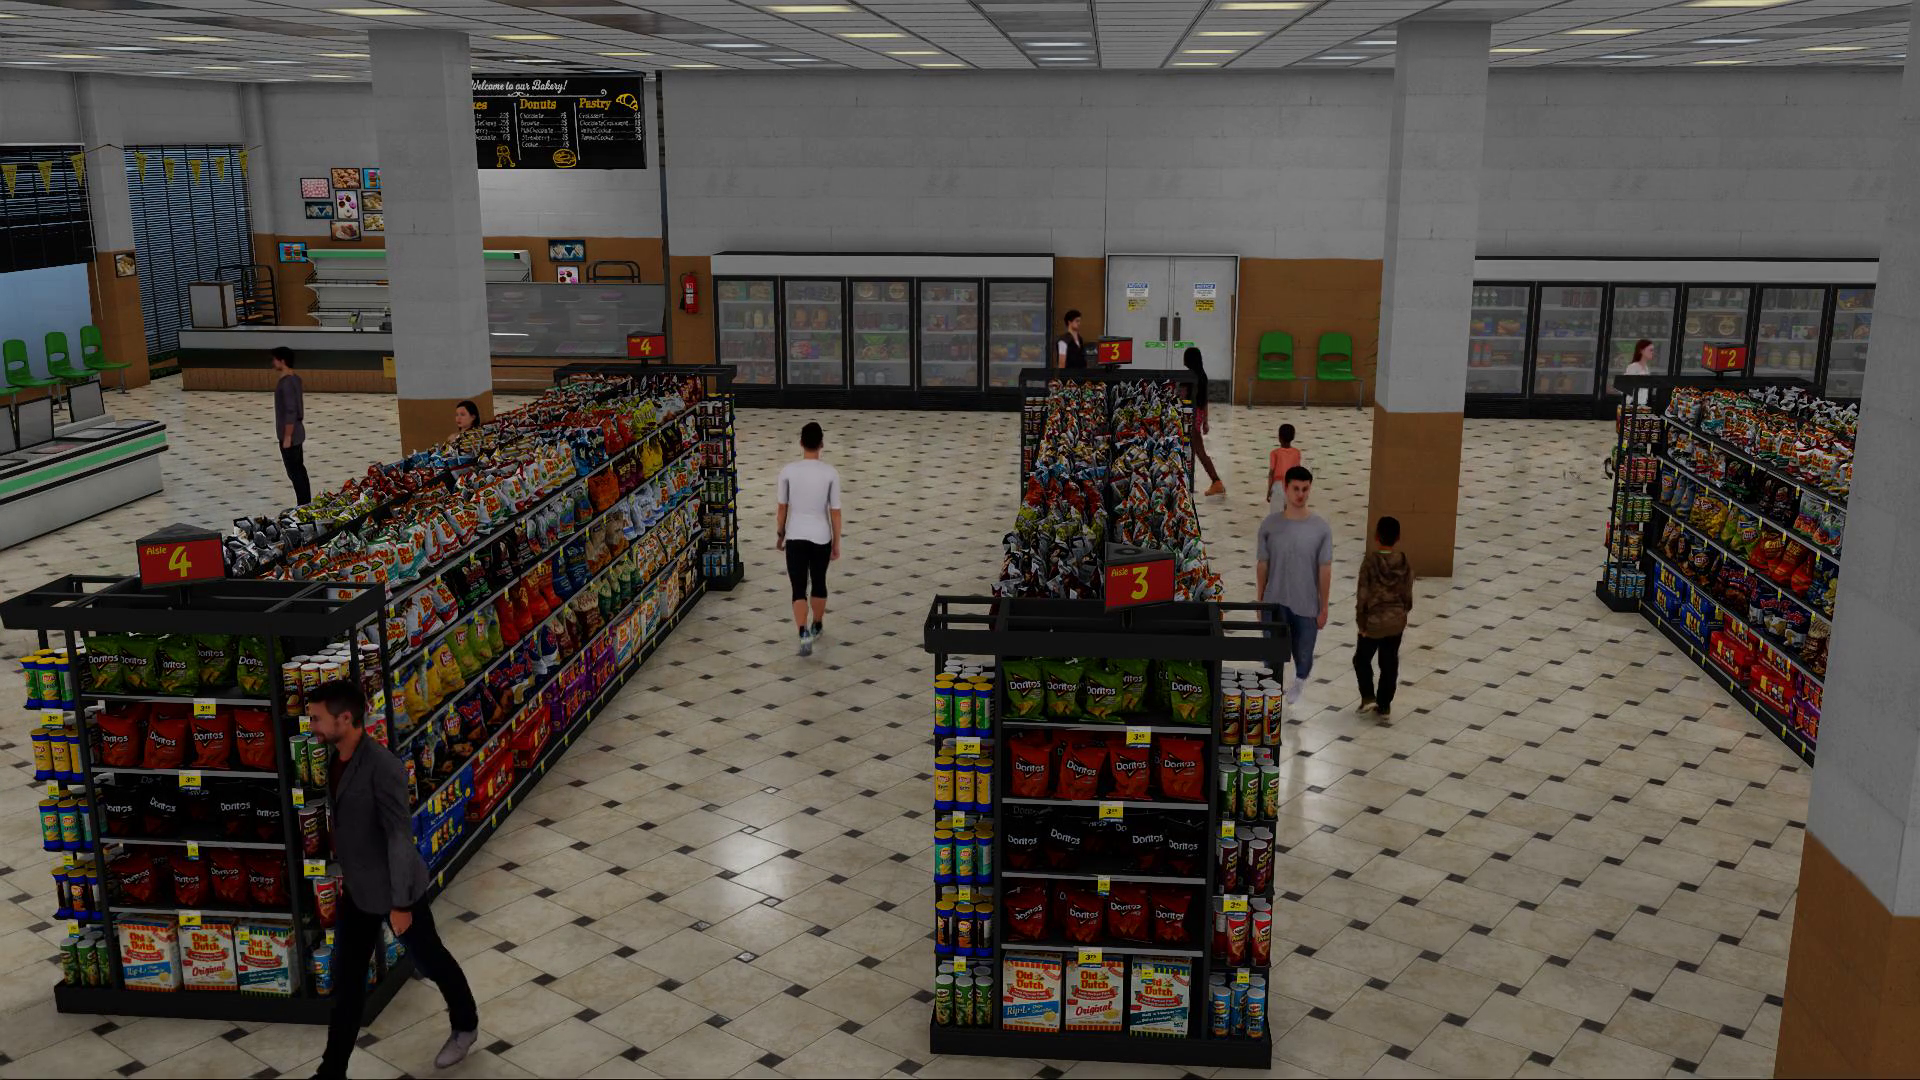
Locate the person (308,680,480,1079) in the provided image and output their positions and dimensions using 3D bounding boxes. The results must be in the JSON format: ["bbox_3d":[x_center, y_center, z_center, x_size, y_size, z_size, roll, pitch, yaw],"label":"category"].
[{"bbox_3d":[-2.406,1.477,7.124,1.194,1.806,1.341,9,16,33],"label":"person"}]

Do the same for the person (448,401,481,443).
[{"bbox_3d":[-4.335,-0.355,14.745,0.705,1.774,0.715,4,14,14],"label":"person"}]

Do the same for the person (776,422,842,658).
[{"bbox_3d":[-1.203,0.014,13.113,0.824,1.825,1.218,-1,14,-6],"label":"person"}]

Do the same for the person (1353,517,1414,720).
[{"bbox_3d":[2.976,0.572,11.621,0.603,1.444,0.602,-1,14,-3],"label":"person"}]

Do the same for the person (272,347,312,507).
[{"bbox_3d":[-7.180,-1.156,17.879,0.794,1.853,0.605,-3,14,-13],"label":"person"}]

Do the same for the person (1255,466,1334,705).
[{"bbox_3d":[2.278,0.408,11.415,0.748,1.860,1.083,3,14,13],"label":"person"}]

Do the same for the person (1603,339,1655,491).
[{"bbox_3d":[7.770,-1.457,19.340,0.831,1.750,0.889,-12,18,-40],"label":"person"}]

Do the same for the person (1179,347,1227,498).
[{"bbox_3d":[2.702,-1.286,18.795,1.151,1.673,1.232,11,18,39],"label":"person"}]

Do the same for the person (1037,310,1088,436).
[{"bbox_3d":[1.365,-2.053,21.640,1.079,1.823,1.142,10,17,35],"label":"person"}]

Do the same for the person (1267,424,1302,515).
[{"bbox_3d":[3.177,-0.491,16.292,0.509,1.309,0.524,-2,14,-7],"label":"person"}]
